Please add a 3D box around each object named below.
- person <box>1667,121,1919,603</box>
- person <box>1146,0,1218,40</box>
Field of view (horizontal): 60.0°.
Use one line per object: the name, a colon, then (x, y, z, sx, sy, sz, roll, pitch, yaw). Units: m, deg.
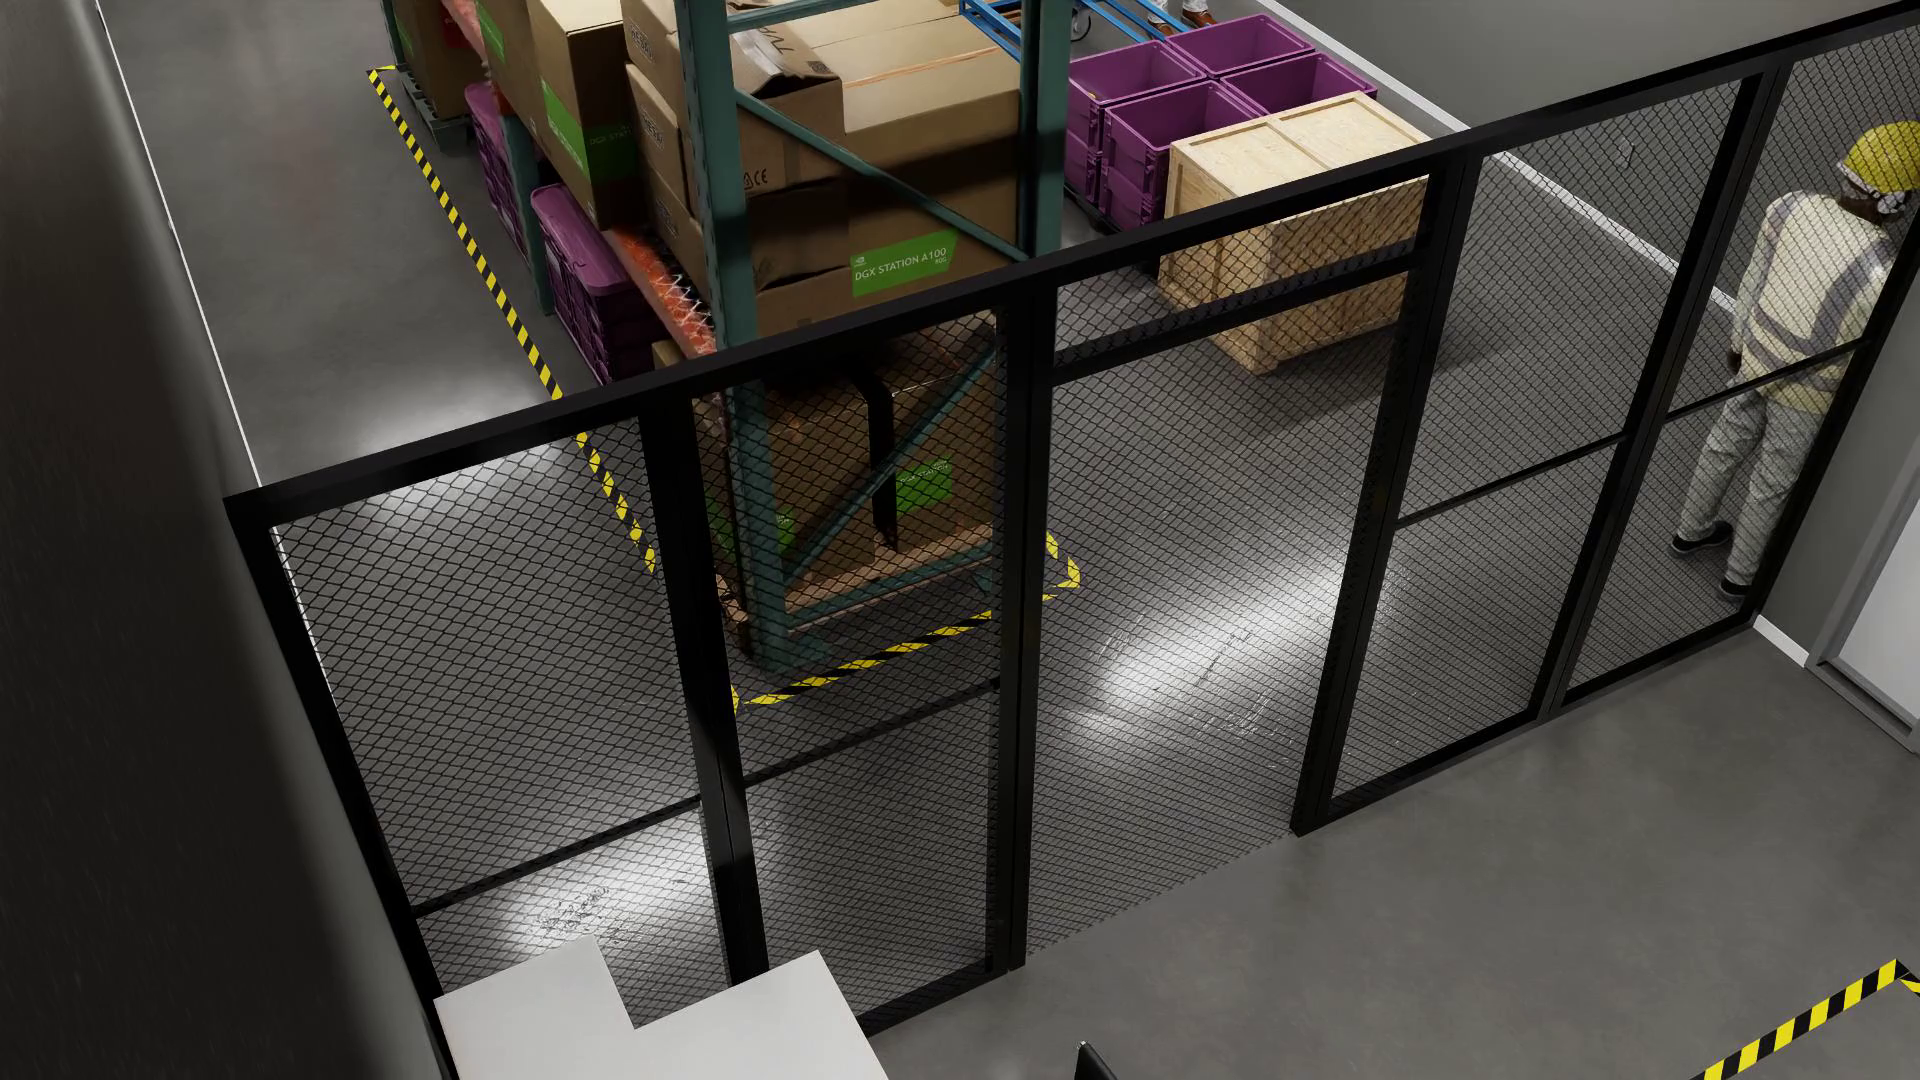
person: (2.859, -0.579, 5.655, 0.404, 1.835, 0.587, -13, 44, -14)
person: (1.281, -3.629, 8.915, 0.627, 1.941, 0.370, -21, 46, -22)
